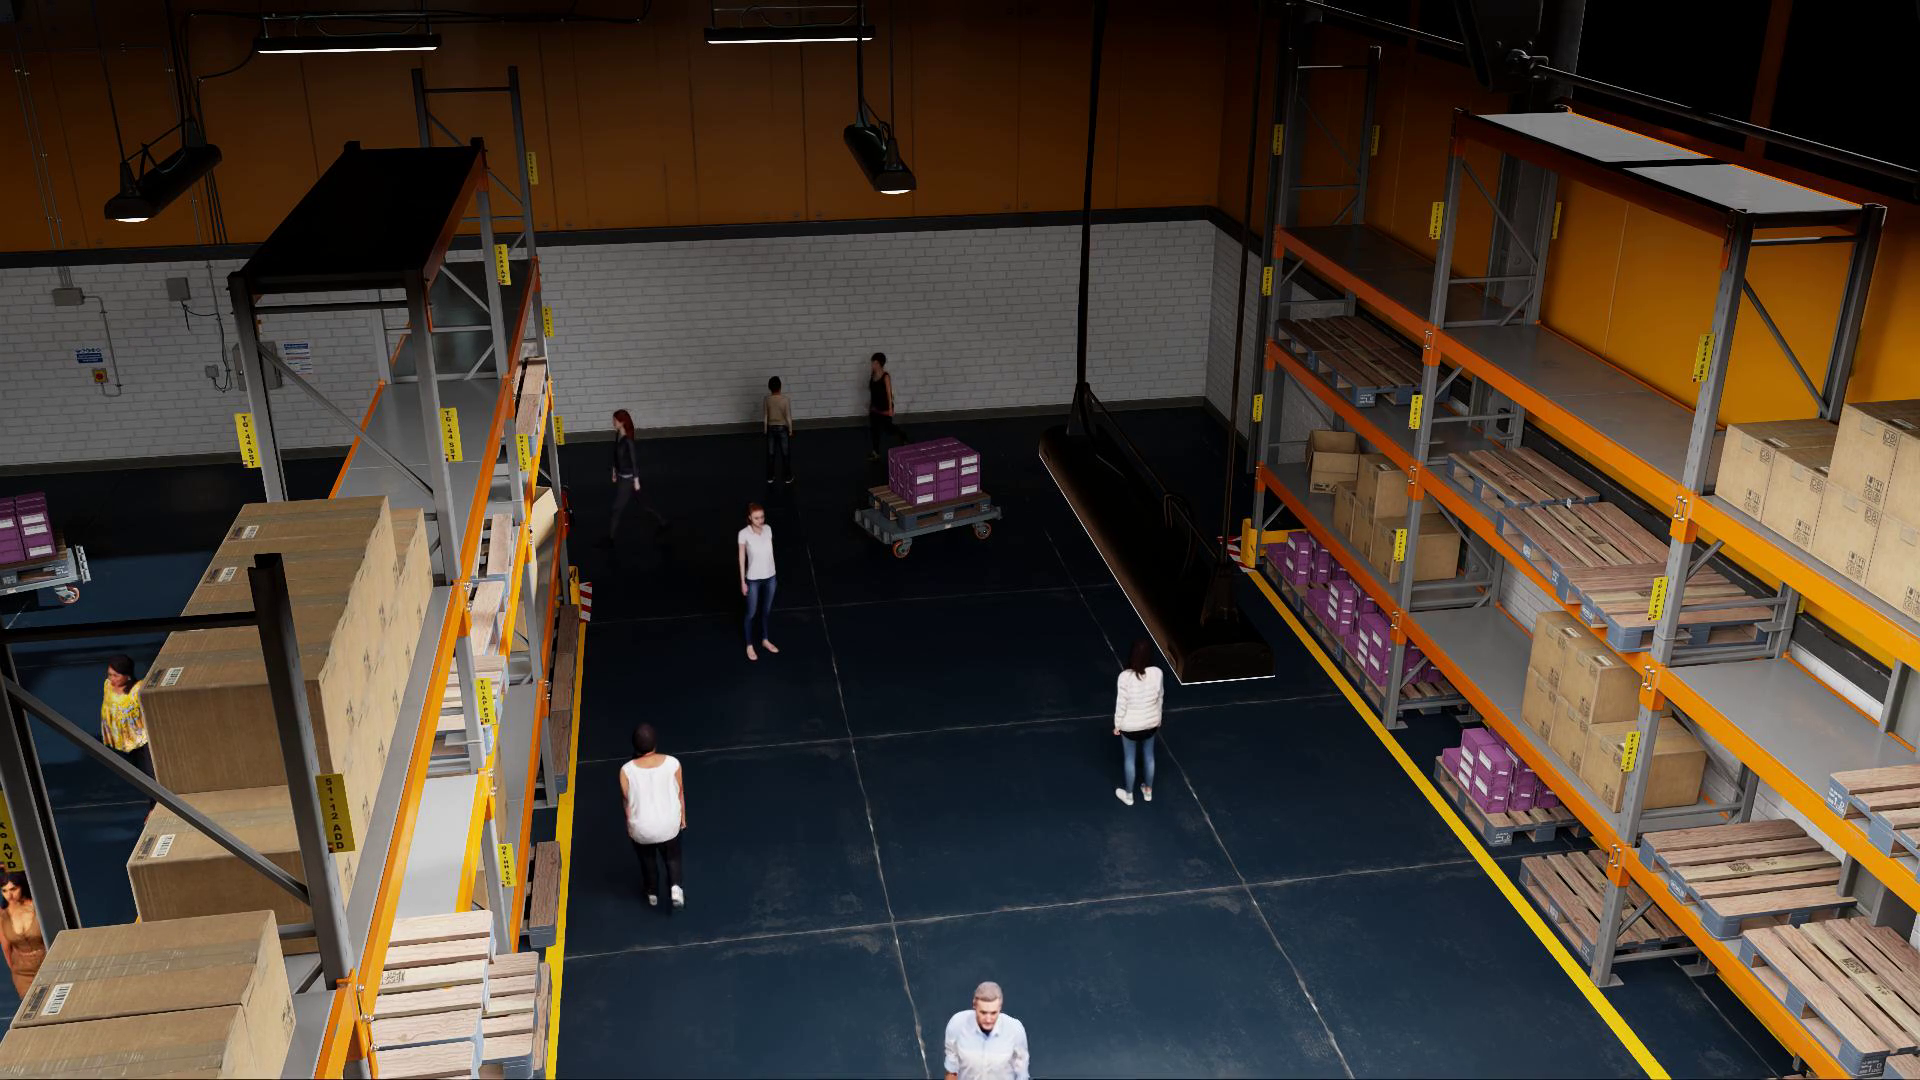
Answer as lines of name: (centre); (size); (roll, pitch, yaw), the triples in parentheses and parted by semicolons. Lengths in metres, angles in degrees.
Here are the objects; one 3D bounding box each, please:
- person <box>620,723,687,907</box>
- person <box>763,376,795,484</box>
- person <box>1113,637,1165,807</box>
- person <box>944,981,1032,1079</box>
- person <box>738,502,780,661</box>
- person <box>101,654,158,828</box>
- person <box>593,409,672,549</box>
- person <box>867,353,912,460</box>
person: (-2.470, 2.267, 13.412); (0.683, 1.675, 0.801); (-6, 24, -15)
person: (-2.442, -1.468, 22.227); (0.587, 1.459, 0.570); (3, 24, 6)
person: (1.605, 1.619, 14.941); (0.636, 1.637, 0.581); (-7, 25, -15)
person: (0.148, 3.466, 10.500); (0.755, 1.811, 0.707); (1, 24, 3)
person: (-2.132, 0.410, 17.583); (0.651, 1.737, 0.658); (-16, 28, -33)
person: (-7.224, 1.715, 14.720); (0.894, 1.639, 1.006); (6, 24, 13)
person: (-3.945, -0.739, 20.223); (0.925, 1.728, 1.225); (-12, 26, -25)
person: (-1.023, -1.874, 23.074); (0.919, 1.524, 0.929); (-19, 30, -37)
